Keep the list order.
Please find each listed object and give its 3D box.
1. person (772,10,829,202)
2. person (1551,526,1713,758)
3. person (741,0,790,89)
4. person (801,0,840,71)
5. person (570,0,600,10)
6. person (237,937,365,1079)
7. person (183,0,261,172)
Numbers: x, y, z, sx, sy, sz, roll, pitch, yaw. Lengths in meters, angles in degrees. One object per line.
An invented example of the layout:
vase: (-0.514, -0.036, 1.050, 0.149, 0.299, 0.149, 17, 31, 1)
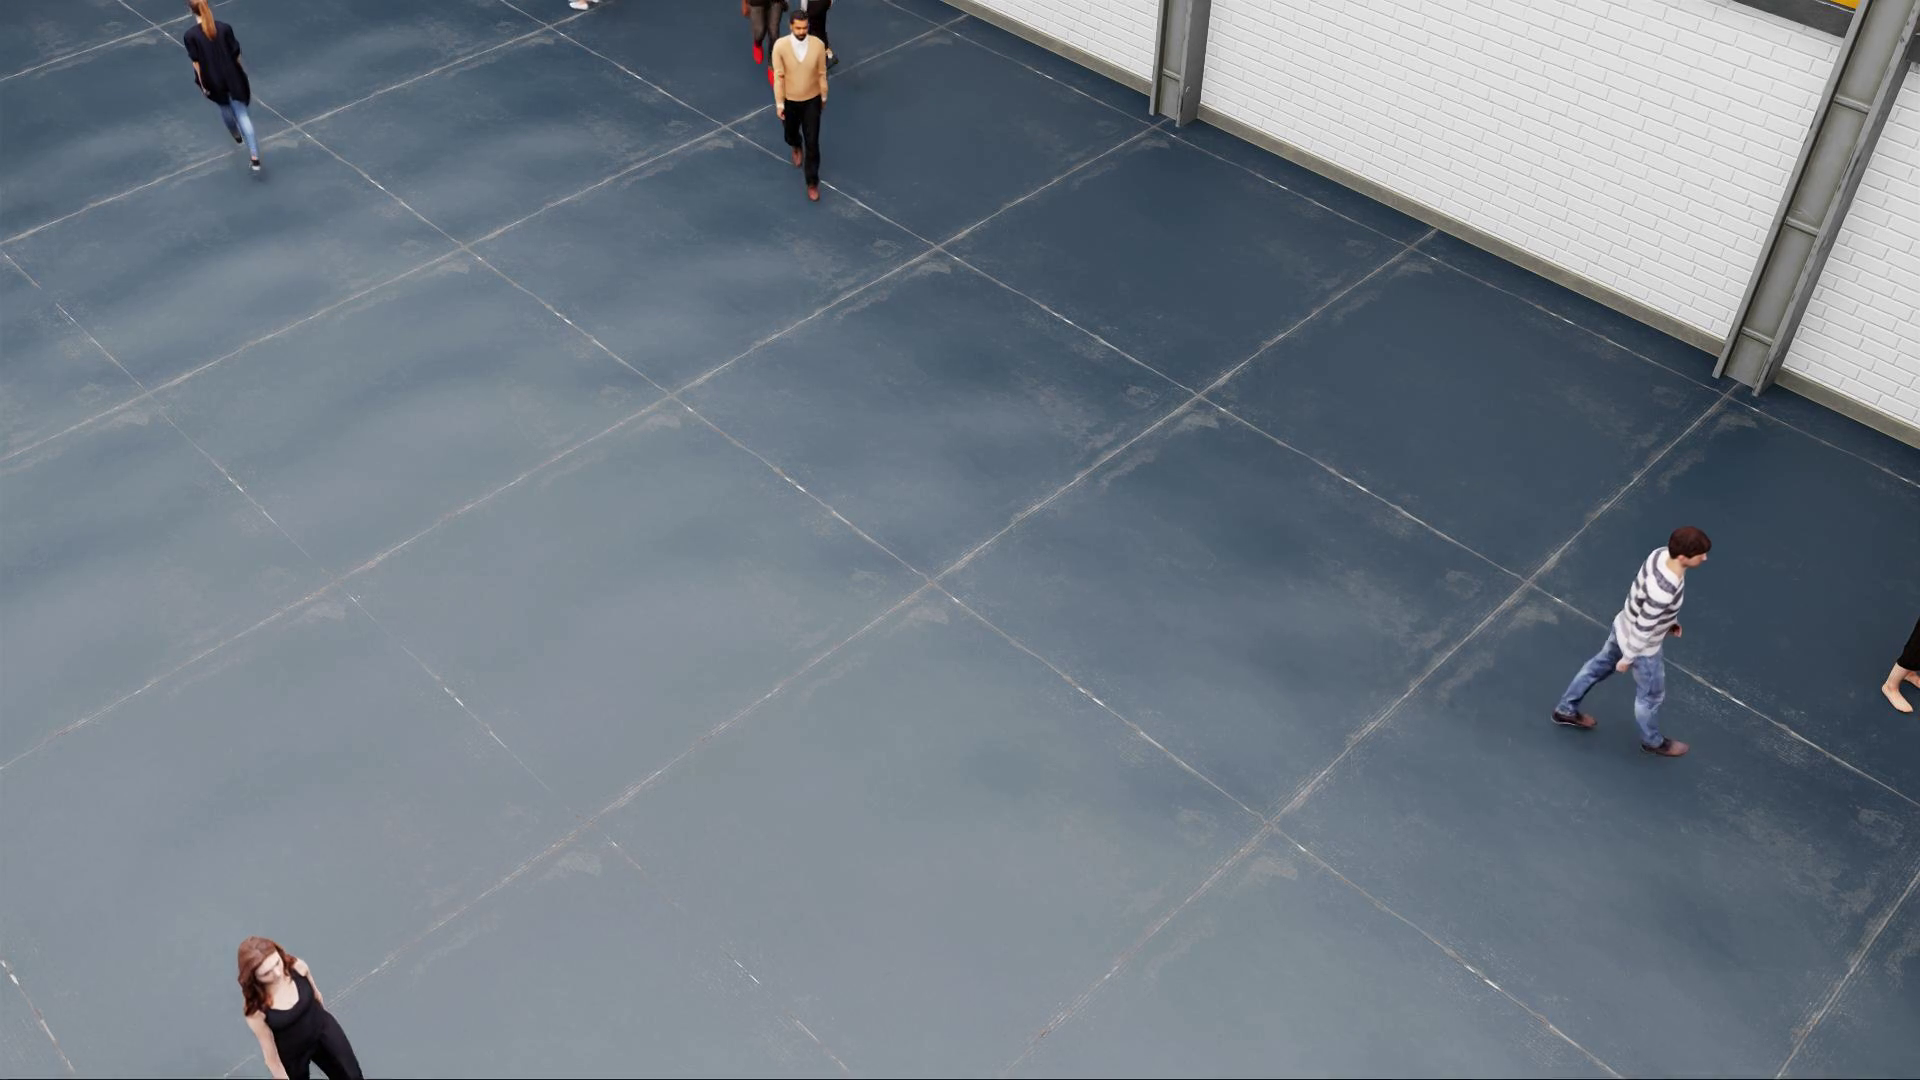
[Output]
person: (-1.464, -4.029, 15.124, 1.068, 1.726, 1.182, -4, 44, -4)
person: (4.068, 0.578, 10.226, 1.162, 1.812, 0.979, 10, 45, 11)
person: (-1.955, -5.440, 16.568, 0.878, 1.777, 1.005, -12, 45, -12)
person: (-1.389, -5.383, 16.731, 0.706, 1.470, 0.588, 32, 52, 29)
person: (-4.126, -6.378, 17.917, 0.590, 1.274, 0.564, 20, 47, 20)
person: (-3.363, 2.487, 8.306, 1.221, 1.696, 0.832, 20, 47, 20)
person: (-6.768, -4.193, 15.359, 0.833, 1.639, 1.196, -22, 48, -21)
